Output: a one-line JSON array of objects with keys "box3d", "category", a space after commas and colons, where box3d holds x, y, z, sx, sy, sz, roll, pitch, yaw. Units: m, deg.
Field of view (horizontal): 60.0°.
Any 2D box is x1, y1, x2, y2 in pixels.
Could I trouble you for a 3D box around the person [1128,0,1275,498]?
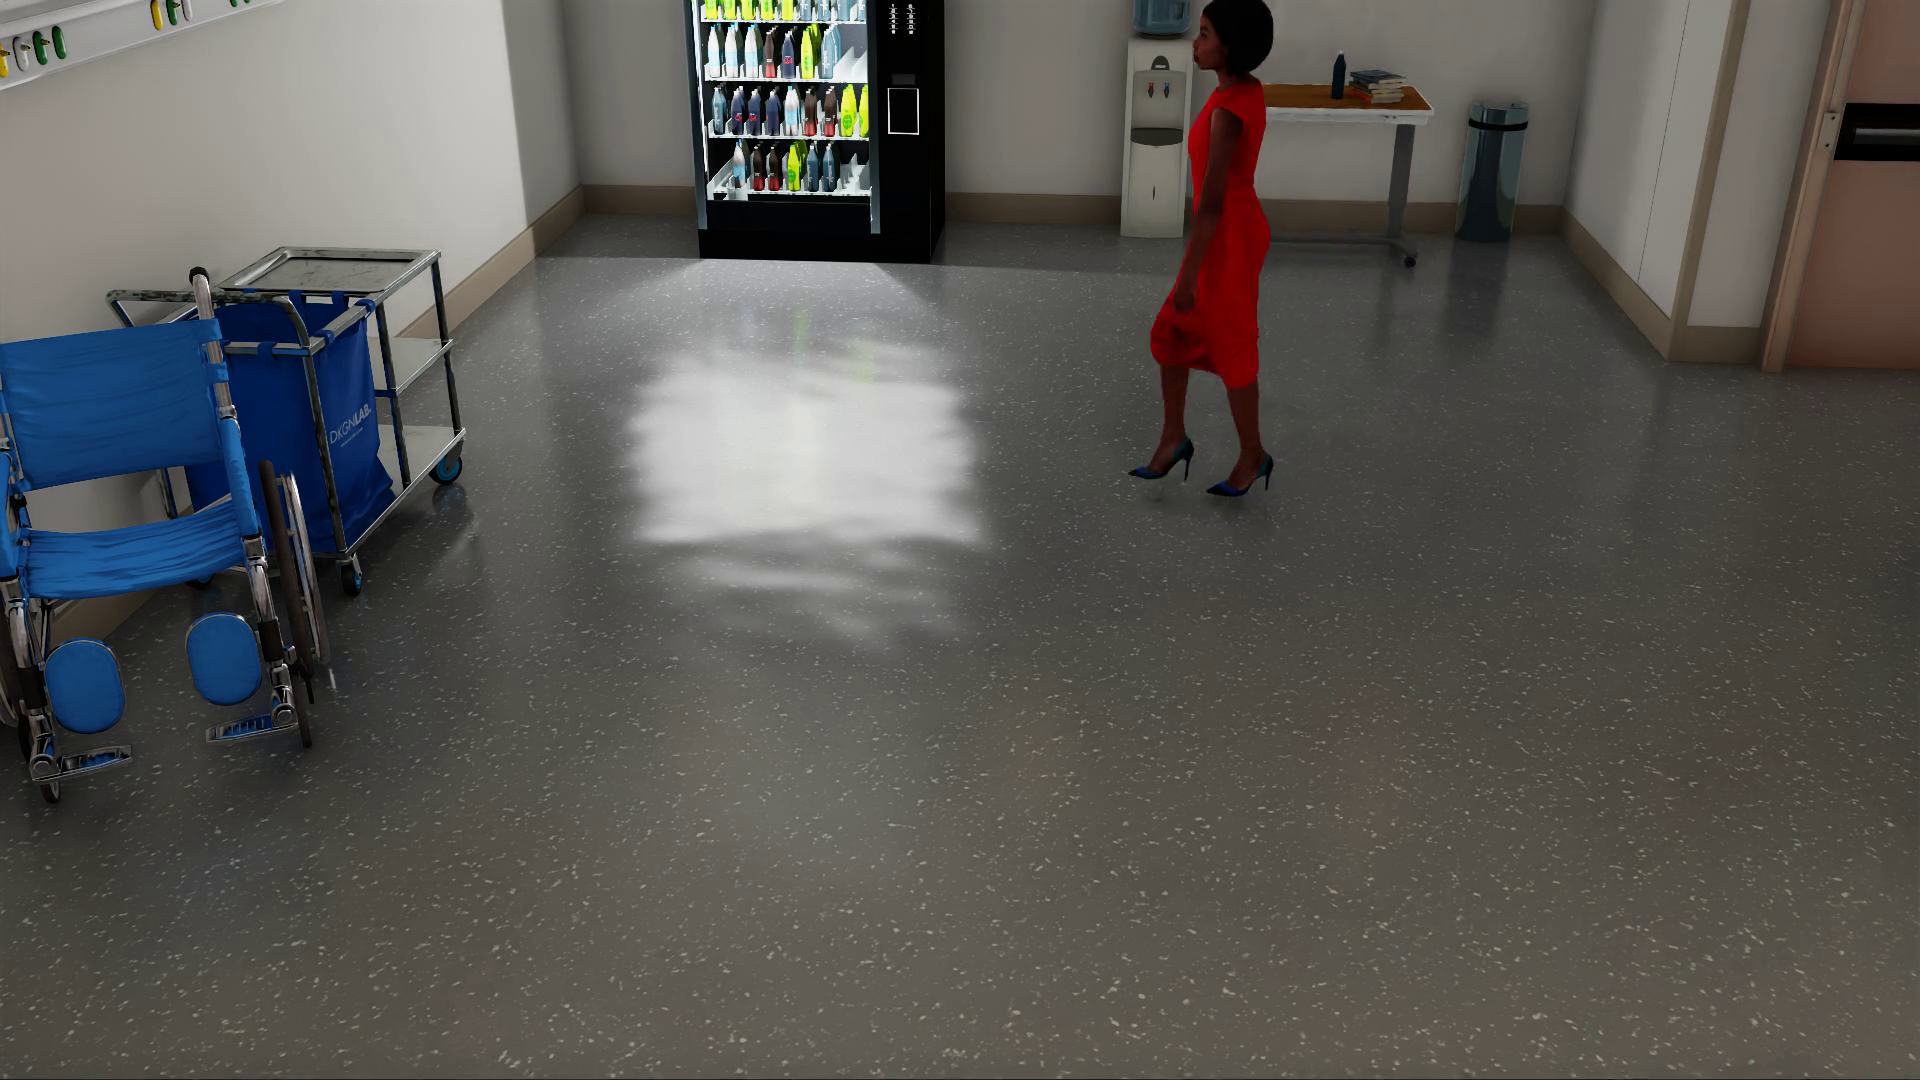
[{"box3d": [0.977, -0.927, 5.599, 0.730, 1.723, 0.618, 3, 26, 6], "category": "person"}]
